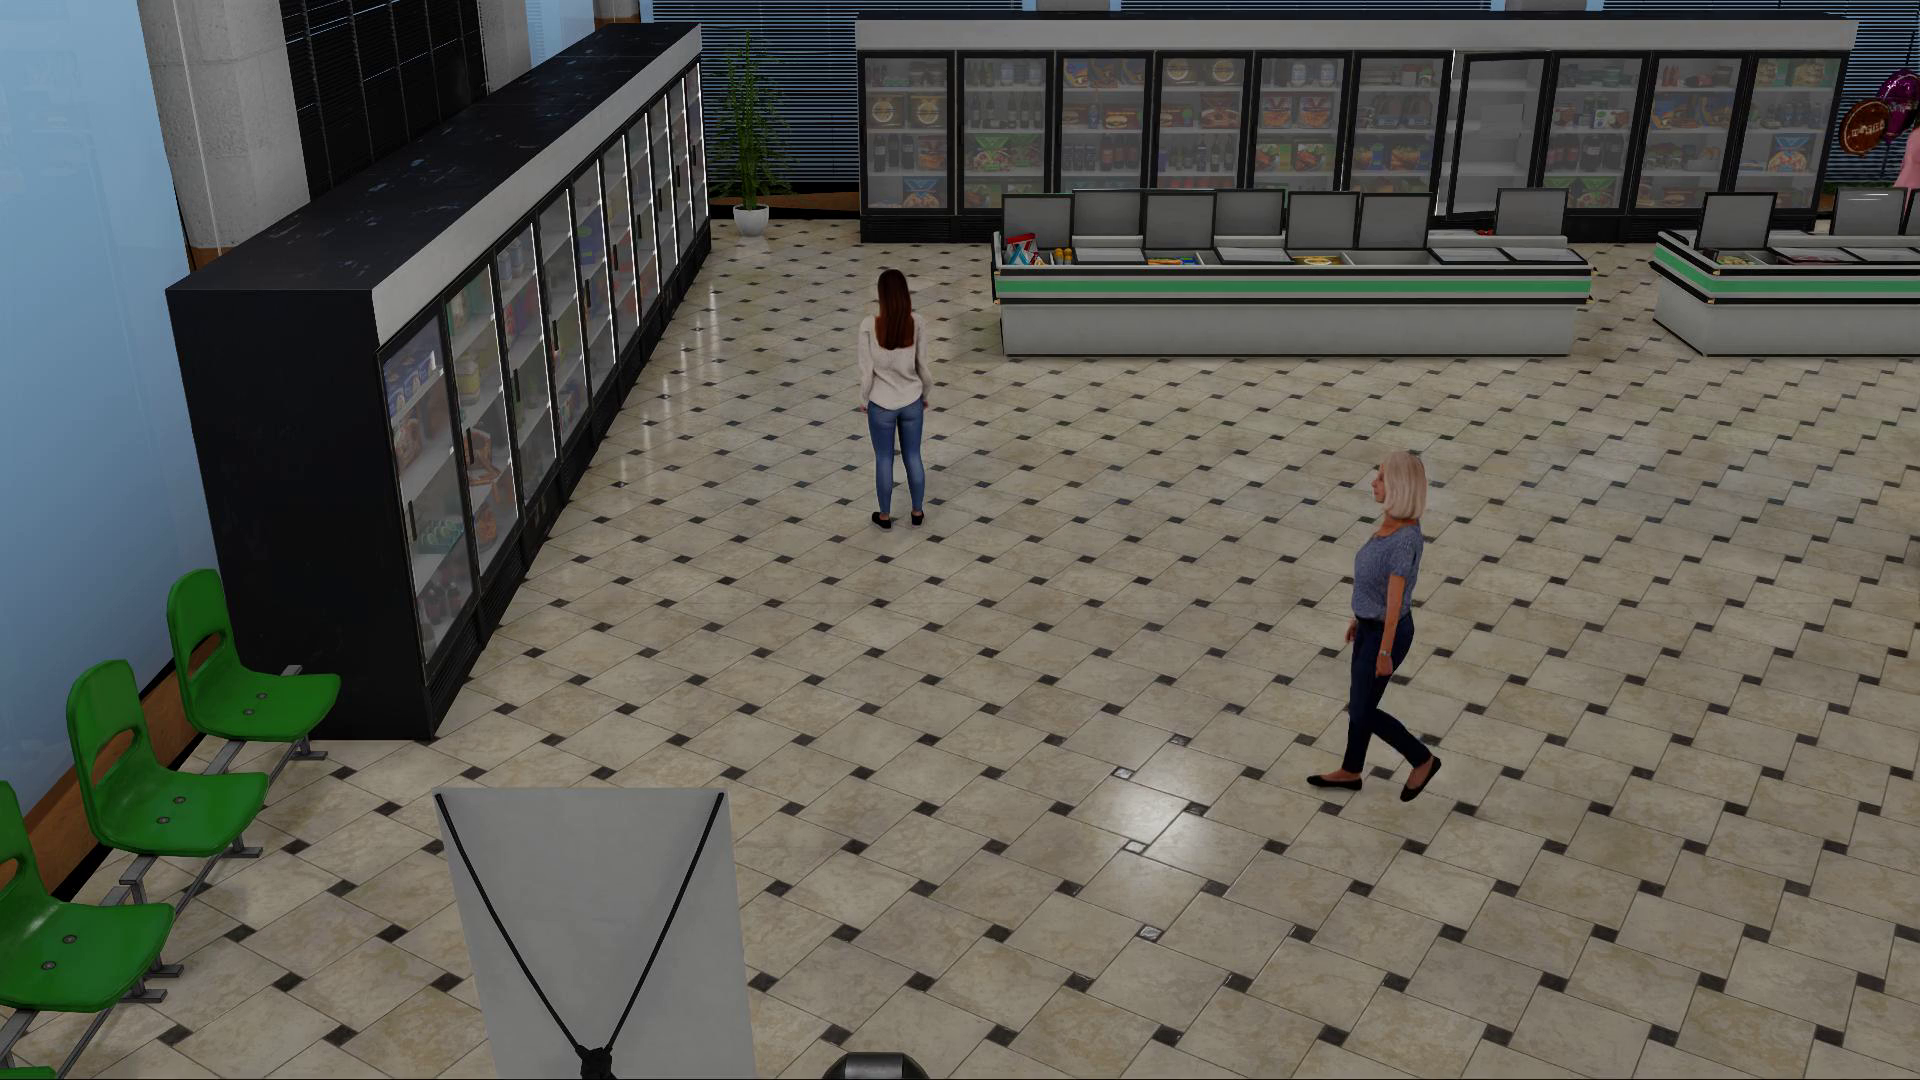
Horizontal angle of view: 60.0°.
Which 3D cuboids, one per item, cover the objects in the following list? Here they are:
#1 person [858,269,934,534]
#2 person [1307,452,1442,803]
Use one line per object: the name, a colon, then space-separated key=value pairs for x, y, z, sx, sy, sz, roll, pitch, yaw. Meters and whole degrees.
person: x=-0.402 y=-0.871 z=10.440 sx=0.558 sy=1.695 sz=0.721 roll=-5 pitch=24 yaw=-12
person: x=1.961 y=0.420 z=7.469 sx=0.860 sy=1.713 sz=0.689 roll=4 pitch=24 yaw=9
